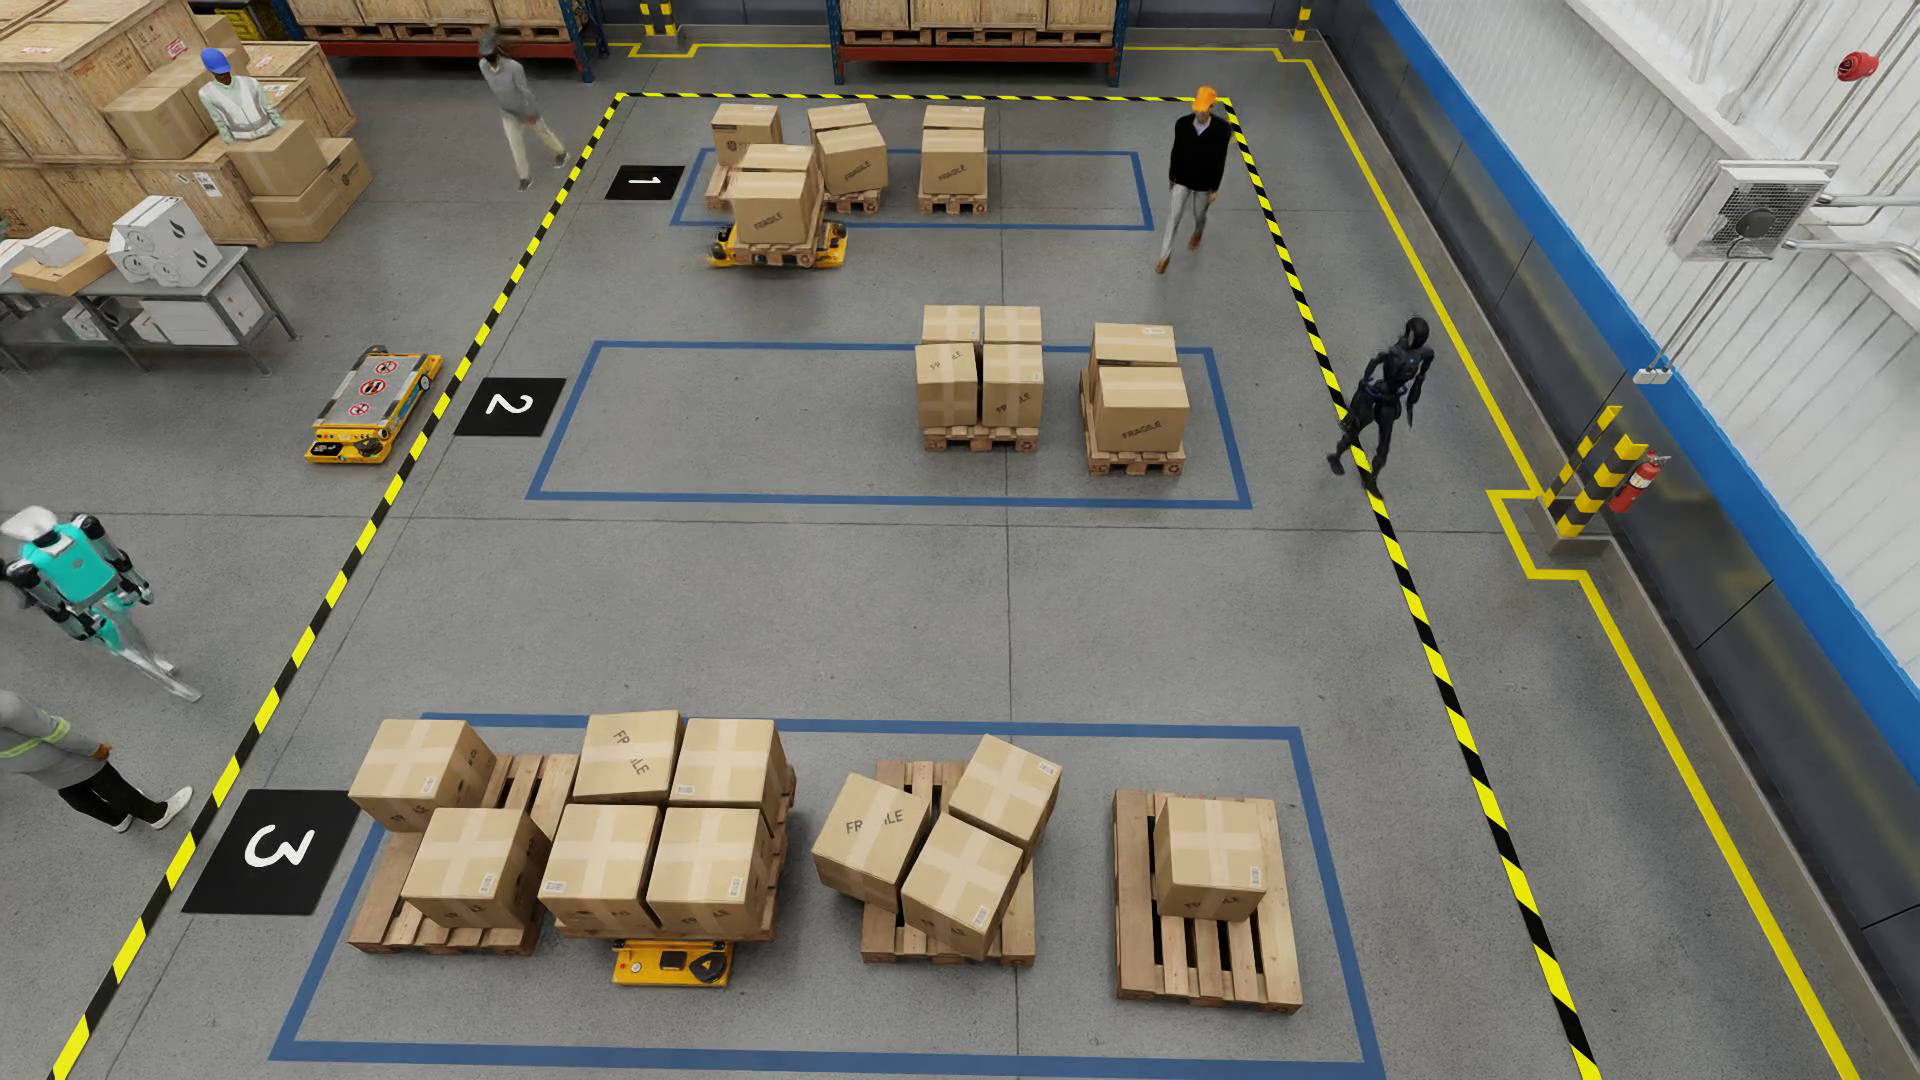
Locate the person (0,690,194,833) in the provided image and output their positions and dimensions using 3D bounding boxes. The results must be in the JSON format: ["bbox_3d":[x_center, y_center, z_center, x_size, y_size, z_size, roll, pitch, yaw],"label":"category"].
[{"bbox_3d":[-5.307,1.195,5.318,0.590,1.852,0.371,-1,50,-1],"label":"person"}]

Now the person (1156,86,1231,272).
[{"bbox_3d":[2.432,-3.764,9.513,0.590,1.866,0.782,19,52,16],"label":"person"}]

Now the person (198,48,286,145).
[{"bbox_3d":[-7.571,-4.312,9.924,0.602,1.939,0.412,-34,57,-25],"label":"person"}]

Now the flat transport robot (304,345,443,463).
[{"bbox_3d":[-5.383,-1.269,8.441,0.659,0.231,1.431,1,50,1],"label":"flat transport robot"}]

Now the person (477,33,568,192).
[{"bbox_3d":[-5.139,-5.069,10.697,0.566,1.724,0.861,7,50,6],"label":"person"}]

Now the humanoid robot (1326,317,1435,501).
[{"bbox_3d":[3.391,-1.039,7.329,0.593,1.638,0.656,-7,50,-6],"label":"humanoid robot"}]

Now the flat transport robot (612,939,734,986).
[{"bbox_3d":[-1.659,1.971,5.681,0.652,0.197,1.431,1,50,1],"label":"flat transport robot"}]

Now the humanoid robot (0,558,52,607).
[{"bbox_3d":[-7.338,-0.030,6.466,0.604,1.638,0.382,-24,54,-19],"label":"humanoid robot"}]

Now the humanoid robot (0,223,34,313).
[{"bbox_3d":[-9.844,-3.056,8.984,0.598,1.766,0.882,11,51,9],"label":"humanoid robot"}]

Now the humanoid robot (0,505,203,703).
[{"bbox_3d":[-5.747,0.399,6.069,0.821,1.770,0.556,14,51,12],"label":"humanoid robot"}]

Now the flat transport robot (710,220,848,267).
[{"bbox_3d":[-1.986,-3.289,10.132,1.431,0.197,0.652,1,50,1],"label":"flat transport robot"}]
